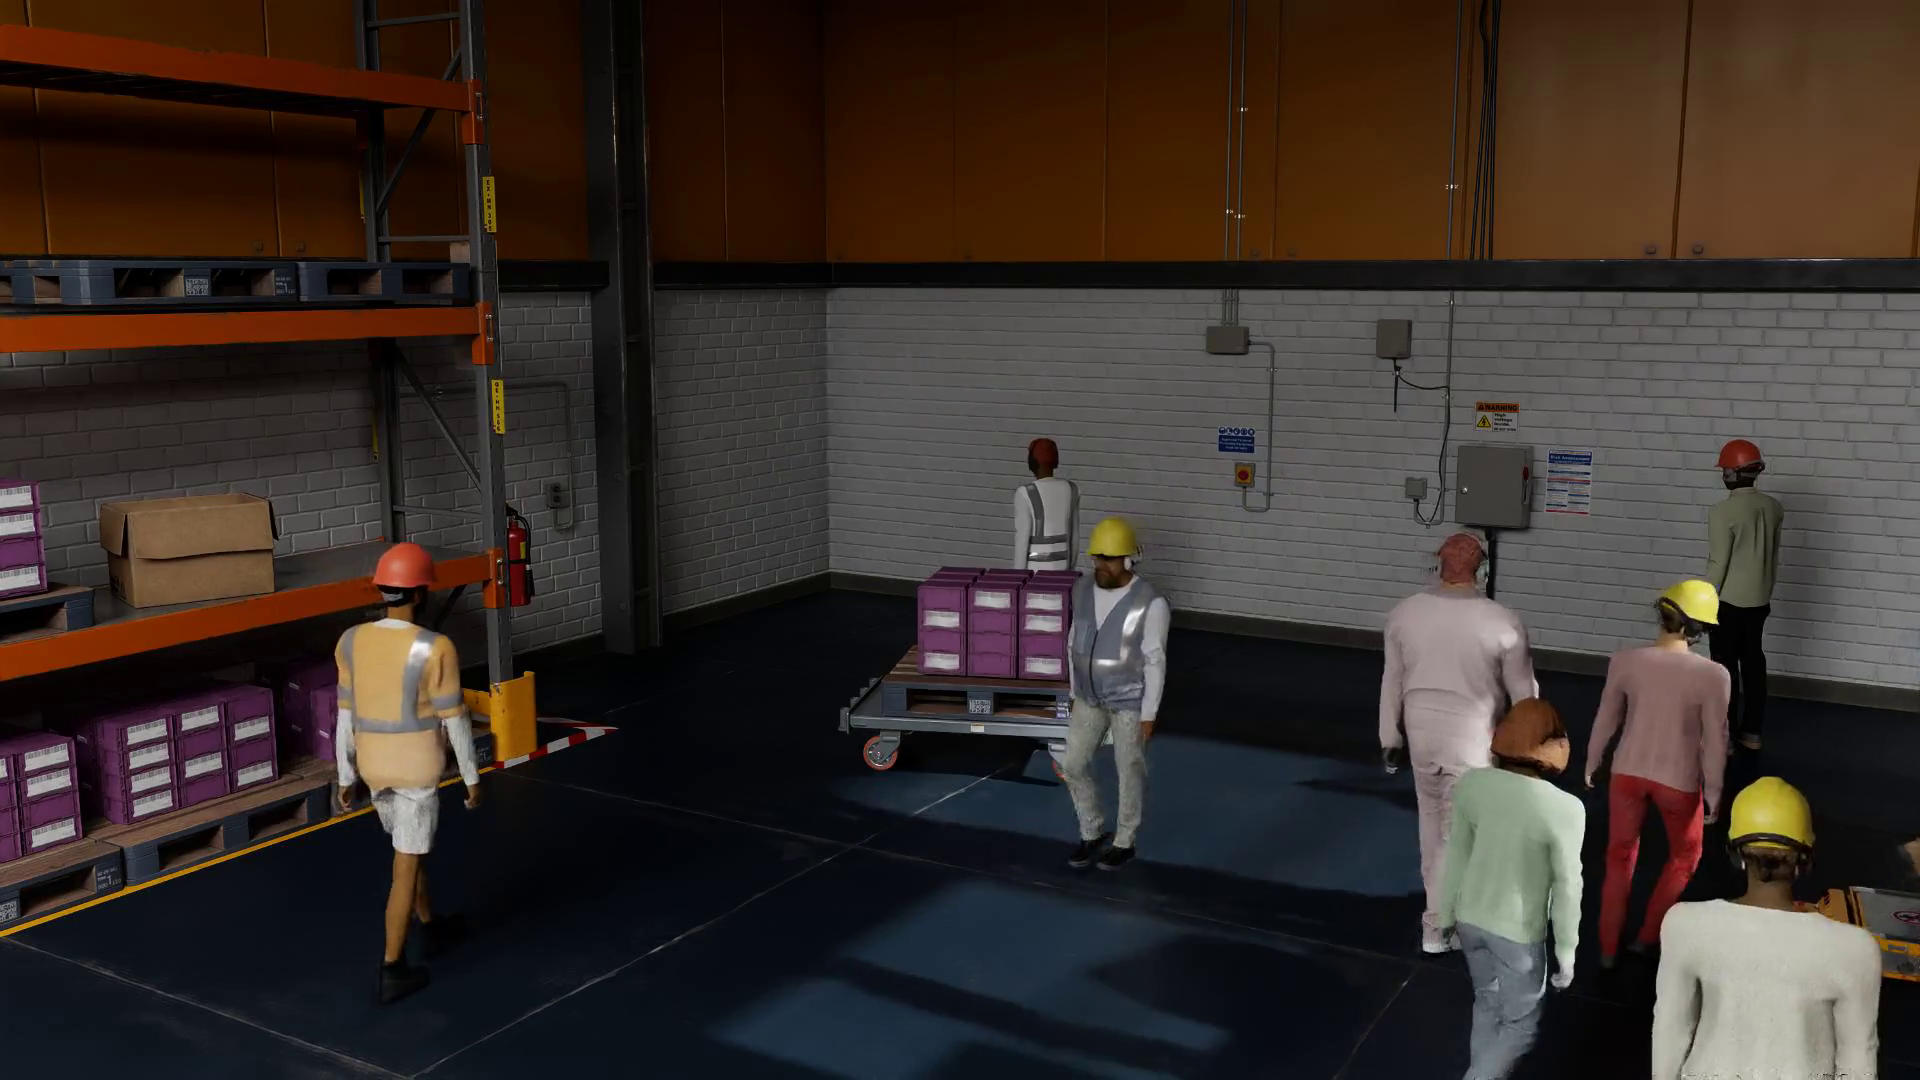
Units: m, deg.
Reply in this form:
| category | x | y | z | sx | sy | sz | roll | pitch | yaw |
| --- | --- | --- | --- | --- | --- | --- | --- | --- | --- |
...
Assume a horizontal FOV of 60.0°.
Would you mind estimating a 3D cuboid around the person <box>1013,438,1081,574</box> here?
| category | x | y | z | sx | sy | sz | roll | pitch | yaw |
| --- | --- | --- | --- | --- | --- | --- | --- | --- | --- |
| person | 0.594 | 0.217 | 11.751 | 0.587 | 1.882 | 0.341 | -7 | 11 | -37 |

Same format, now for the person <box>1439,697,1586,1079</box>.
| category | x | y | z | sx | sy | sz | roll | pitch | yaw |
| --- | --- | --- | --- | --- | --- | --- | --- | --- | --- |
| person | 1.791 | 1.341 | 5.626 | 0.609 | 1.603 | 0.512 | -7 | 11 | -35 |

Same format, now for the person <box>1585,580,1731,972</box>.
| category | x | y | z | sx | sy | sz | roll | pitch | yaw |
| --- | --- | --- | --- | --- | --- | --- | --- | --- | --- |
| person | 2.979 | 1.027 | 7.173 | 0.628 | 1.736 | 0.403 | 7 | 12 | 39 |

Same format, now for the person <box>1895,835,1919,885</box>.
| category | x | y | z | sx | sy | sz | roll | pitch | yaw |
| --- | --- | --- | --- | --- | --- | --- | --- | --- | --- |
| person | 4.926 | 0.904 | 8.105 | 0.666 | 1.673 | 0.535 | 0 | 9 | -3 |

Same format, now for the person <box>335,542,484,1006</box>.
| category | x | y | z | sx | sy | sz | roll | pitch | yaw |
| --- | --- | --- | --- | --- | --- | --- | --- | --- | --- |
| person | -2.298 | 0.949 | 7.119 | 0.568 | 1.900 | 0.872 | 3 | 10 | 19 |

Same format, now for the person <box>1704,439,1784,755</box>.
| category | x | y | z | sx | sy | sz | roll | pitch | yaw |
| --- | --- | --- | --- | --- | --- | --- | --- | --- | --- |
| person | 4.903 | 0.359 | 10.533 | 0.623 | 1.989 | 0.400 | -4 | 10 | -26 |

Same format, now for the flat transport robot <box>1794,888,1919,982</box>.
| category | x | y | z | sx | sy | sz | roll | pitch | yaw |
| --- | --- | --- | --- | --- | --- | --- | --- | --- | --- |
| flat transport robot | 4.357 | 1.755 | 7.174 | 1.431 | 0.197 | 0.652 | 4 | 10 | 24 |

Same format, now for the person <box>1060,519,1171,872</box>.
| category | x | y | z | sx | sy | sz | roll | pitch | yaw |
| --- | --- | --- | --- | --- | --- | --- | --- | --- | --- |
| person | 0.744 | 0.793 | 8.362 | 0.625 | 1.814 | 0.513 | 7 | 12 | 39 |

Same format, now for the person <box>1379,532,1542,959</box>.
| category | x | y | z | sx | sy | sz | roll | pitch | yaw |
| --- | --- | --- | --- | --- | --- | --- | --- | --- | --- |
| person | 2.304 | 0.899 | 7.557 | 0.668 | 1.873 | 0.890 | 8 | 12 | 42 |

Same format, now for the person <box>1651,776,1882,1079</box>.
| category | x | y | z | sx | sy | sz | roll | pitch | yaw |
| --- | --- | --- | --- | --- | --- | --- | --- | --- | --- |
| person | 2.036 | 1.481 | 4.273 | 0.537 | 1.748 | 0.488 | 6 | 11 | 34 |
